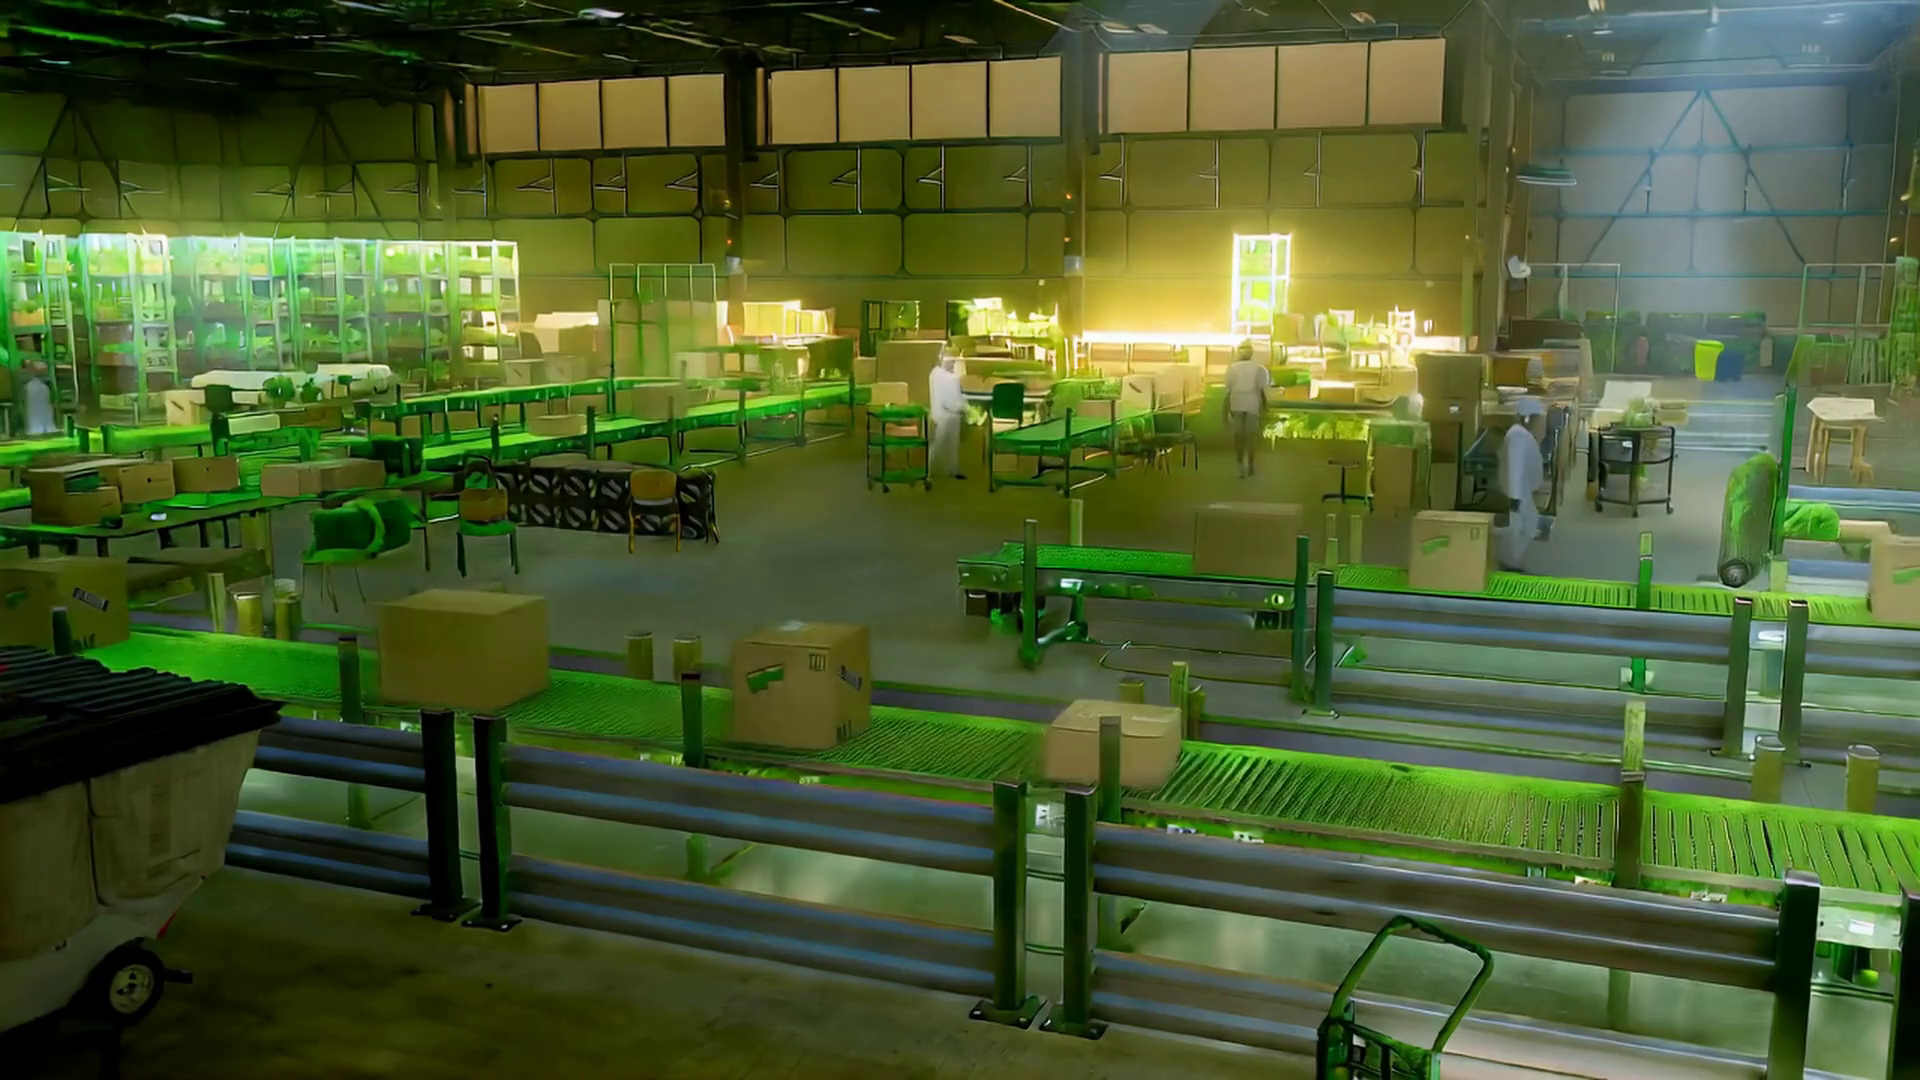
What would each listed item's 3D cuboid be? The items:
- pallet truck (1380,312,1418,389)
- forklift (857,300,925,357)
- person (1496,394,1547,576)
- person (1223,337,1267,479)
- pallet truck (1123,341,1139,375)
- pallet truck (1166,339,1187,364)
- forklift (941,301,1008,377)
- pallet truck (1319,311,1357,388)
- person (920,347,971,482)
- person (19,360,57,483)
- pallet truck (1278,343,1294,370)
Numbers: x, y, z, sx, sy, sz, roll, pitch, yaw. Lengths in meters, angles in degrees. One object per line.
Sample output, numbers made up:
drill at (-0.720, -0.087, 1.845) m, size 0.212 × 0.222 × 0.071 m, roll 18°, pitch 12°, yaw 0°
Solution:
pallet truck at (10.207, -4.283, 38.369) m, size 0.823 × 1.965 × 1.885 m, roll 3°, pitch 10°, yaw 20°
forklift at (-1.732, -5.109, 42.468) m, size 1.157 × 1.987 × 2.680 m, roll 4°, pitch 10°, yaw 22°
person at (5.358, -0.479, 15.853) m, size 0.430 × 1.817 × 0.622 m, roll 4°, pitch 10°, yaw 22°
person at (4.074, -1.896, 23.862) m, size 0.610 × 2.019 × 0.763 m, roll 1°, pitch 9°, yaw 5°
pallet truck at (4.445, -4.380, 41.279) m, size 0.680 × 1.201 × 1.601 m, roll 4°, pitch 10°, yaw 22°
pallet truck at (5.418, -4.269, 40.420) m, size 0.704 × 1.261 × 1.522 m, roll 3°, pitch 10°, yaw 20°
forklift at (0.365, -4.966, 41.571) m, size 1.157 × 1.987 × 2.680 m, roll 3°, pitch 10°, yaw 20°
pallet truck at (9.071, -4.419, 39.190) m, size 0.823 × 1.965 × 1.885 m, roll 5°, pitch 10°, yaw 26°
person at (-0.217, -1.771, 23.452) m, size 0.600 × 1.908 × 0.785 m, roll 6°, pitch 11°, yaw 32°
person at (-12.910, -1.677, 23.415) m, size 0.549 × 1.710 × 0.925 m, roll 5°, pitch 11°, yaw 29°
pallet truck at (7.886, -4.163, 39.743) m, size 0.653 × 1.274 × 1.630 m, roll 4°, pitch 10°, yaw 22°
